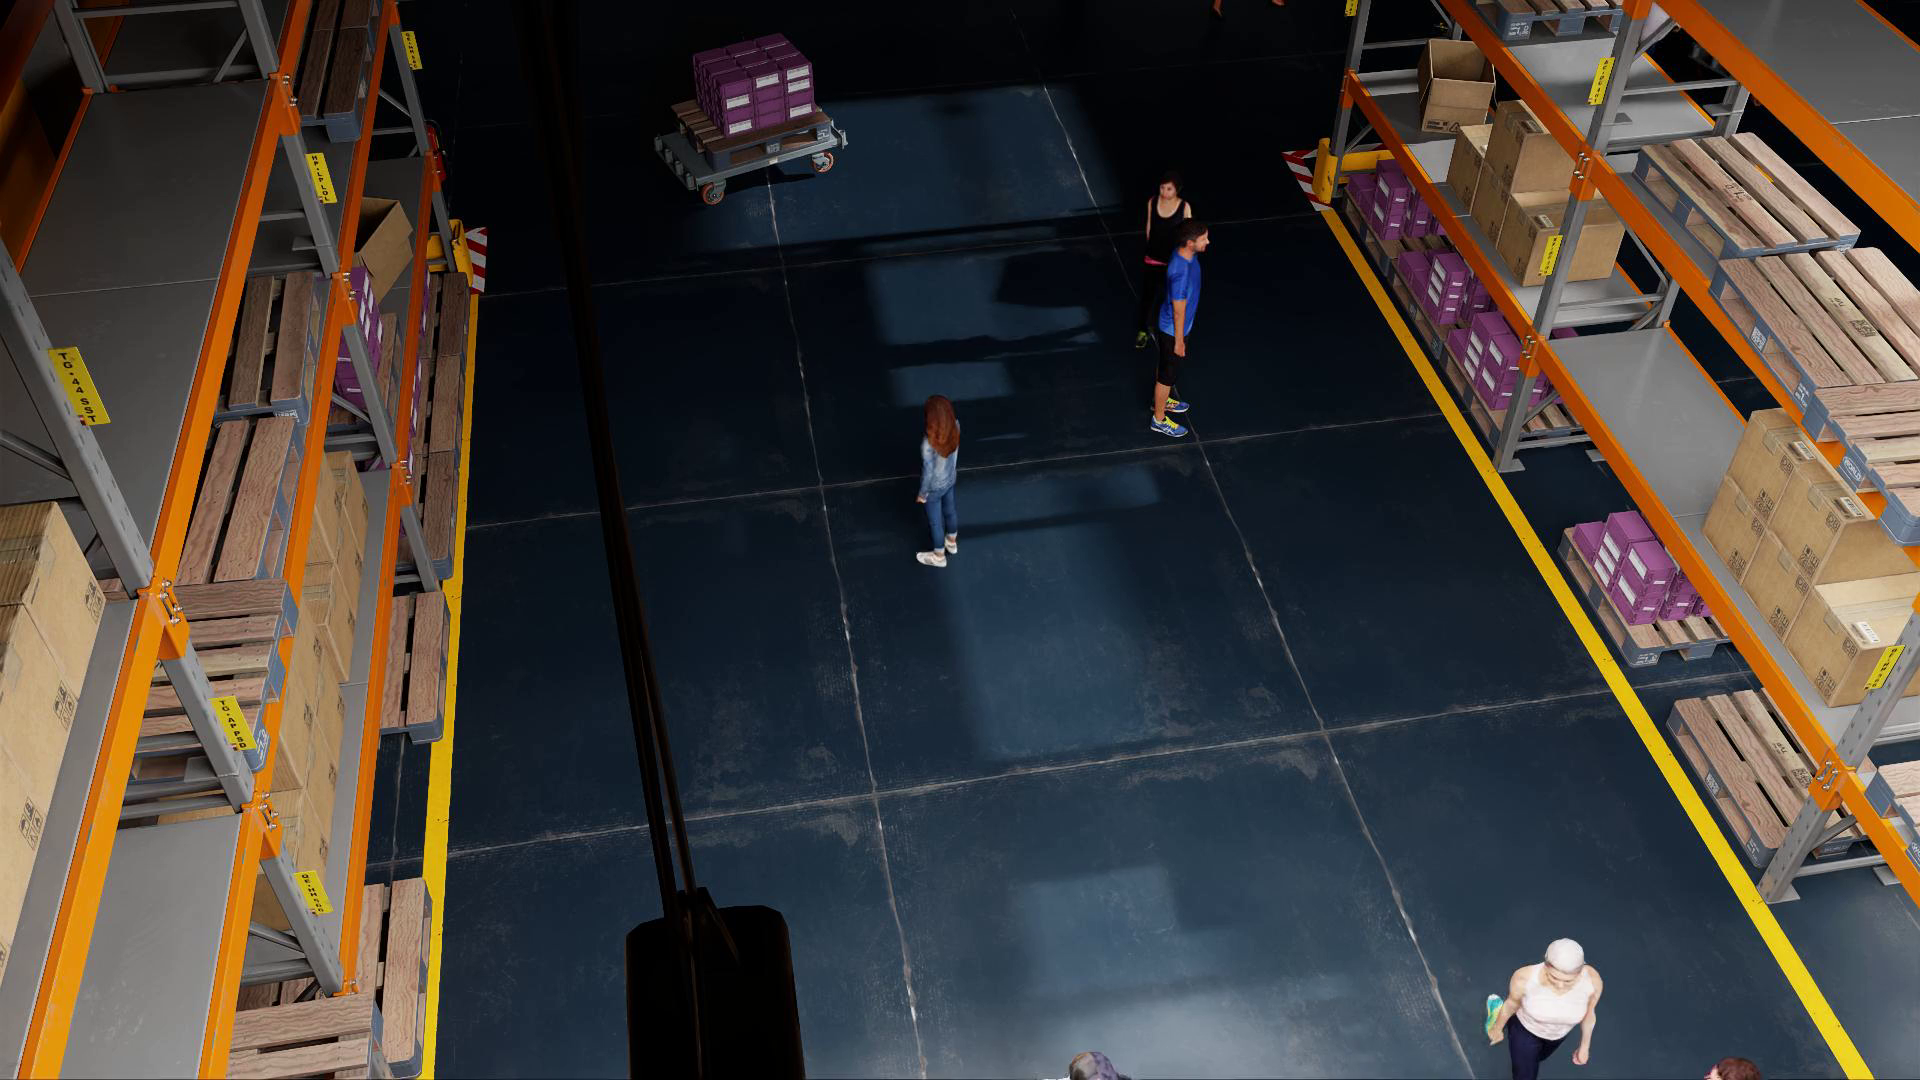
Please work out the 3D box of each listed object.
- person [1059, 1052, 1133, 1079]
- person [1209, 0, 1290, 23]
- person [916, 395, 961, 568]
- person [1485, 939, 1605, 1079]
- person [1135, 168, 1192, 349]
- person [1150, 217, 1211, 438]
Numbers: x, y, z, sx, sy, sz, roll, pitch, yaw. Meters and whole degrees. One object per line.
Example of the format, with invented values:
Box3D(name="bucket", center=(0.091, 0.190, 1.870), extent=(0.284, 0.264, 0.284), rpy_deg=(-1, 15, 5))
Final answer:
Box3D(name="person", center=(0.562, 2.885, 7.961), extent=(0.742, 1.857, 1.218), rpy_deg=(-11, 45, -11))
Box3D(name="person", center=(2.974, -6.352, 17.709), extent=(0.729, 1.785, 1.117), rpy_deg=(-12, 45, -13))
Box3D(name="person", center=(-0.143, -0.427, 11.714), extent=(0.691, 1.476, 0.625), rpy_deg=(25, 49, 24))
Box3D(name="person", center=(2.956, 2.441, 8.562), extent=(0.781, 1.671, 1.139), rpy_deg=(-3, 44, -3))
Box3D(name="person", center=(1.746, -2.403, 13.760), extent=(0.878, 1.515, 1.092), rpy_deg=(15, 46, 15))
Box3D(name="person", center=(1.653, -1.657, 12.722), extent=(0.744, 1.866, 0.606), rpy_deg=(7, 44, 7))
